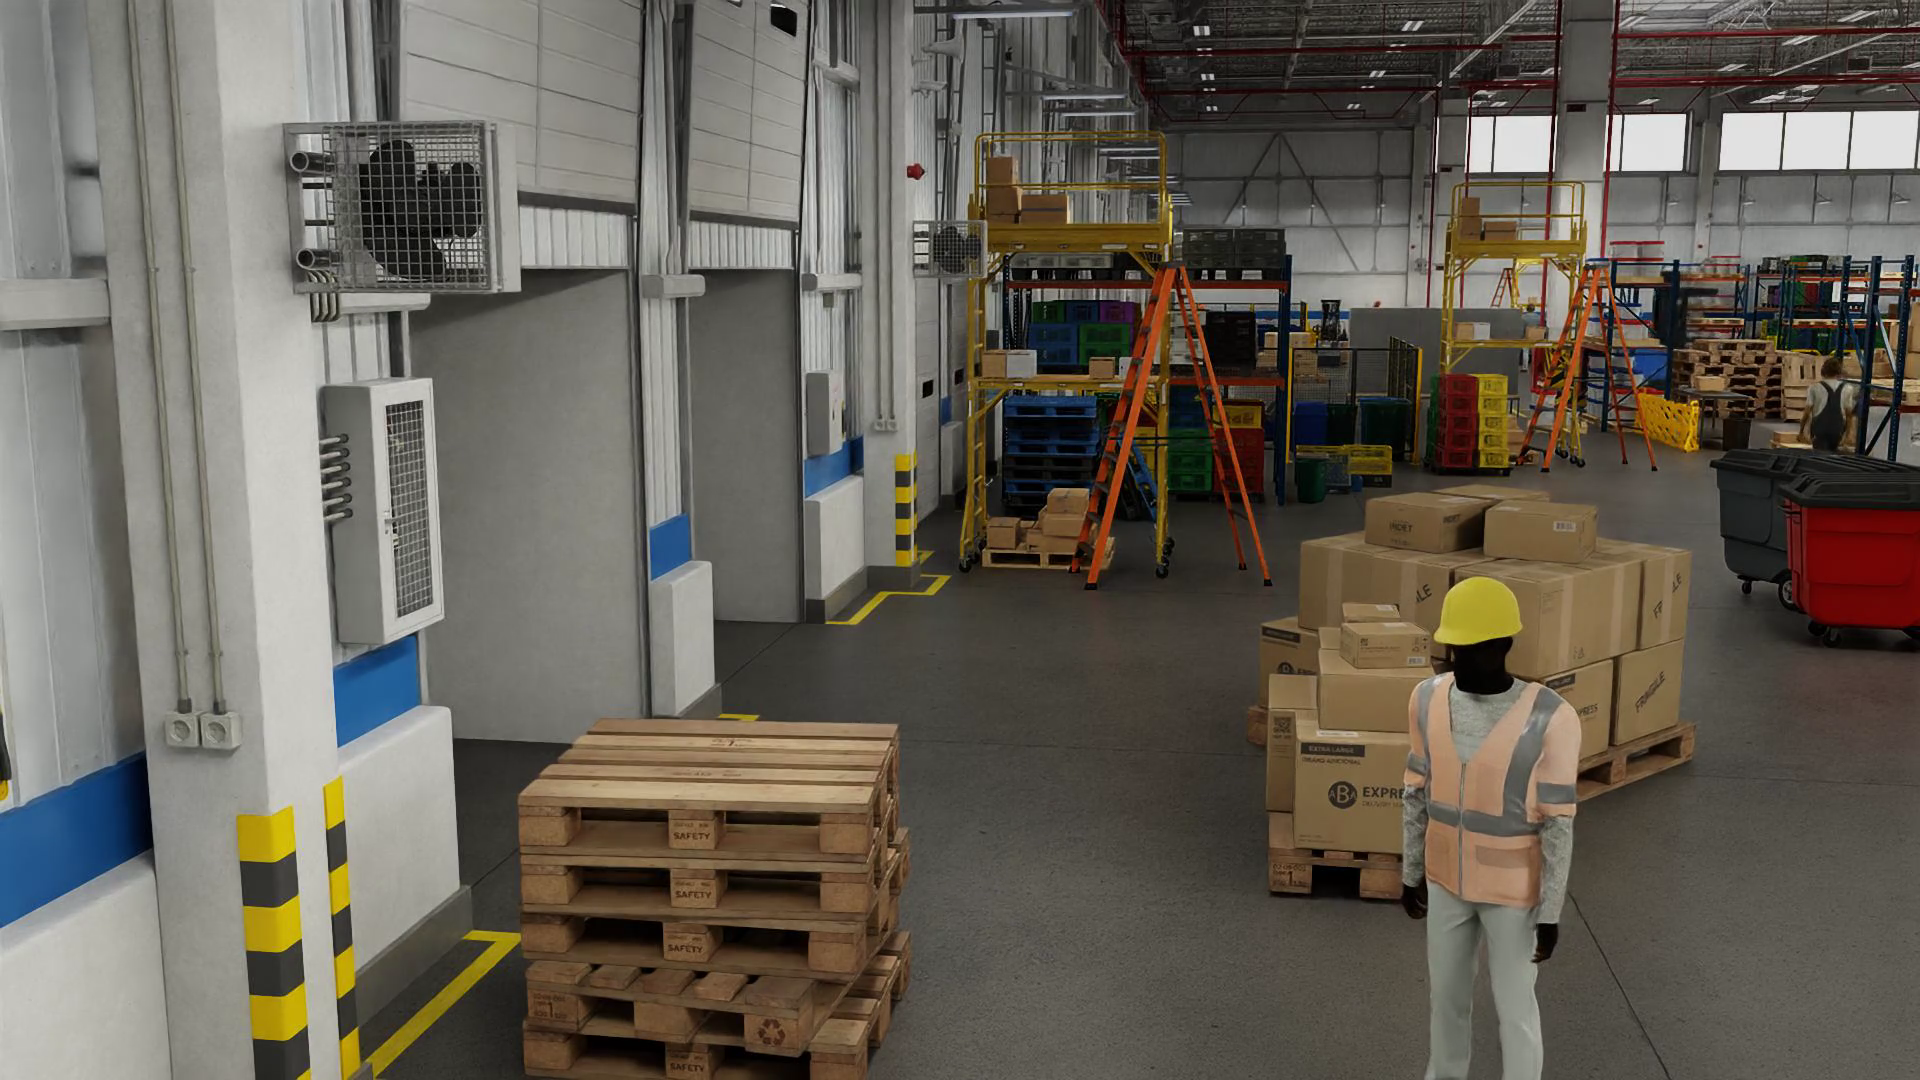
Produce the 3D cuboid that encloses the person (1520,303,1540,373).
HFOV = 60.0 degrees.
[{"bbox_3d":[15.876,-5.626,46.361,0.630,1.938,0.369,-1,9,-4],"label":"person"}]

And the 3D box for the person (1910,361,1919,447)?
[{"bbox_3d":[15.654,-2.364,26.862,0.484,1.739,0.320,-4,10,-25],"label":"person"}]

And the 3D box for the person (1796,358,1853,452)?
[{"bbox_3d":[10.426,-1.295,20.087,0.517,1.791,0.971,1,9,4],"label":"person"}]

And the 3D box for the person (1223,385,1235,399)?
[{"bbox_3d":[5.670,-3.604,34.844,0.313,1.633,0.522,-2,9,-13],"label":"person"}]

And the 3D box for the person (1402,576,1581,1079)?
[{"bbox_3d":[1.622,1.058,5.206,0.395,1.920,0.584,-8,12,-41],"label":"person"}]

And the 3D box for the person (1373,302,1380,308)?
[{"bbox_3d":[13.170,-6.589,52.544,0.341,1.864,0.626,3,10,19],"label":"person"}]

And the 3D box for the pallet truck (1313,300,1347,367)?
[{"bbox_3d":[11.159,-6.200,49.718,0.823,1.965,1.885,4,10,26],"label":"pallet truck"}]

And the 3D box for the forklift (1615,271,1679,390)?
[{"bbox_3d":[16.447,-4.891,38.931,1.873,2.768,1.129,1,9,9],"label":"forklift"}]

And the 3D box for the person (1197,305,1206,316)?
[{"bbox_3d":[6.422,-5.325,44.545,0.543,1.929,0.387,-9,13,-43],"label":"person"}]
